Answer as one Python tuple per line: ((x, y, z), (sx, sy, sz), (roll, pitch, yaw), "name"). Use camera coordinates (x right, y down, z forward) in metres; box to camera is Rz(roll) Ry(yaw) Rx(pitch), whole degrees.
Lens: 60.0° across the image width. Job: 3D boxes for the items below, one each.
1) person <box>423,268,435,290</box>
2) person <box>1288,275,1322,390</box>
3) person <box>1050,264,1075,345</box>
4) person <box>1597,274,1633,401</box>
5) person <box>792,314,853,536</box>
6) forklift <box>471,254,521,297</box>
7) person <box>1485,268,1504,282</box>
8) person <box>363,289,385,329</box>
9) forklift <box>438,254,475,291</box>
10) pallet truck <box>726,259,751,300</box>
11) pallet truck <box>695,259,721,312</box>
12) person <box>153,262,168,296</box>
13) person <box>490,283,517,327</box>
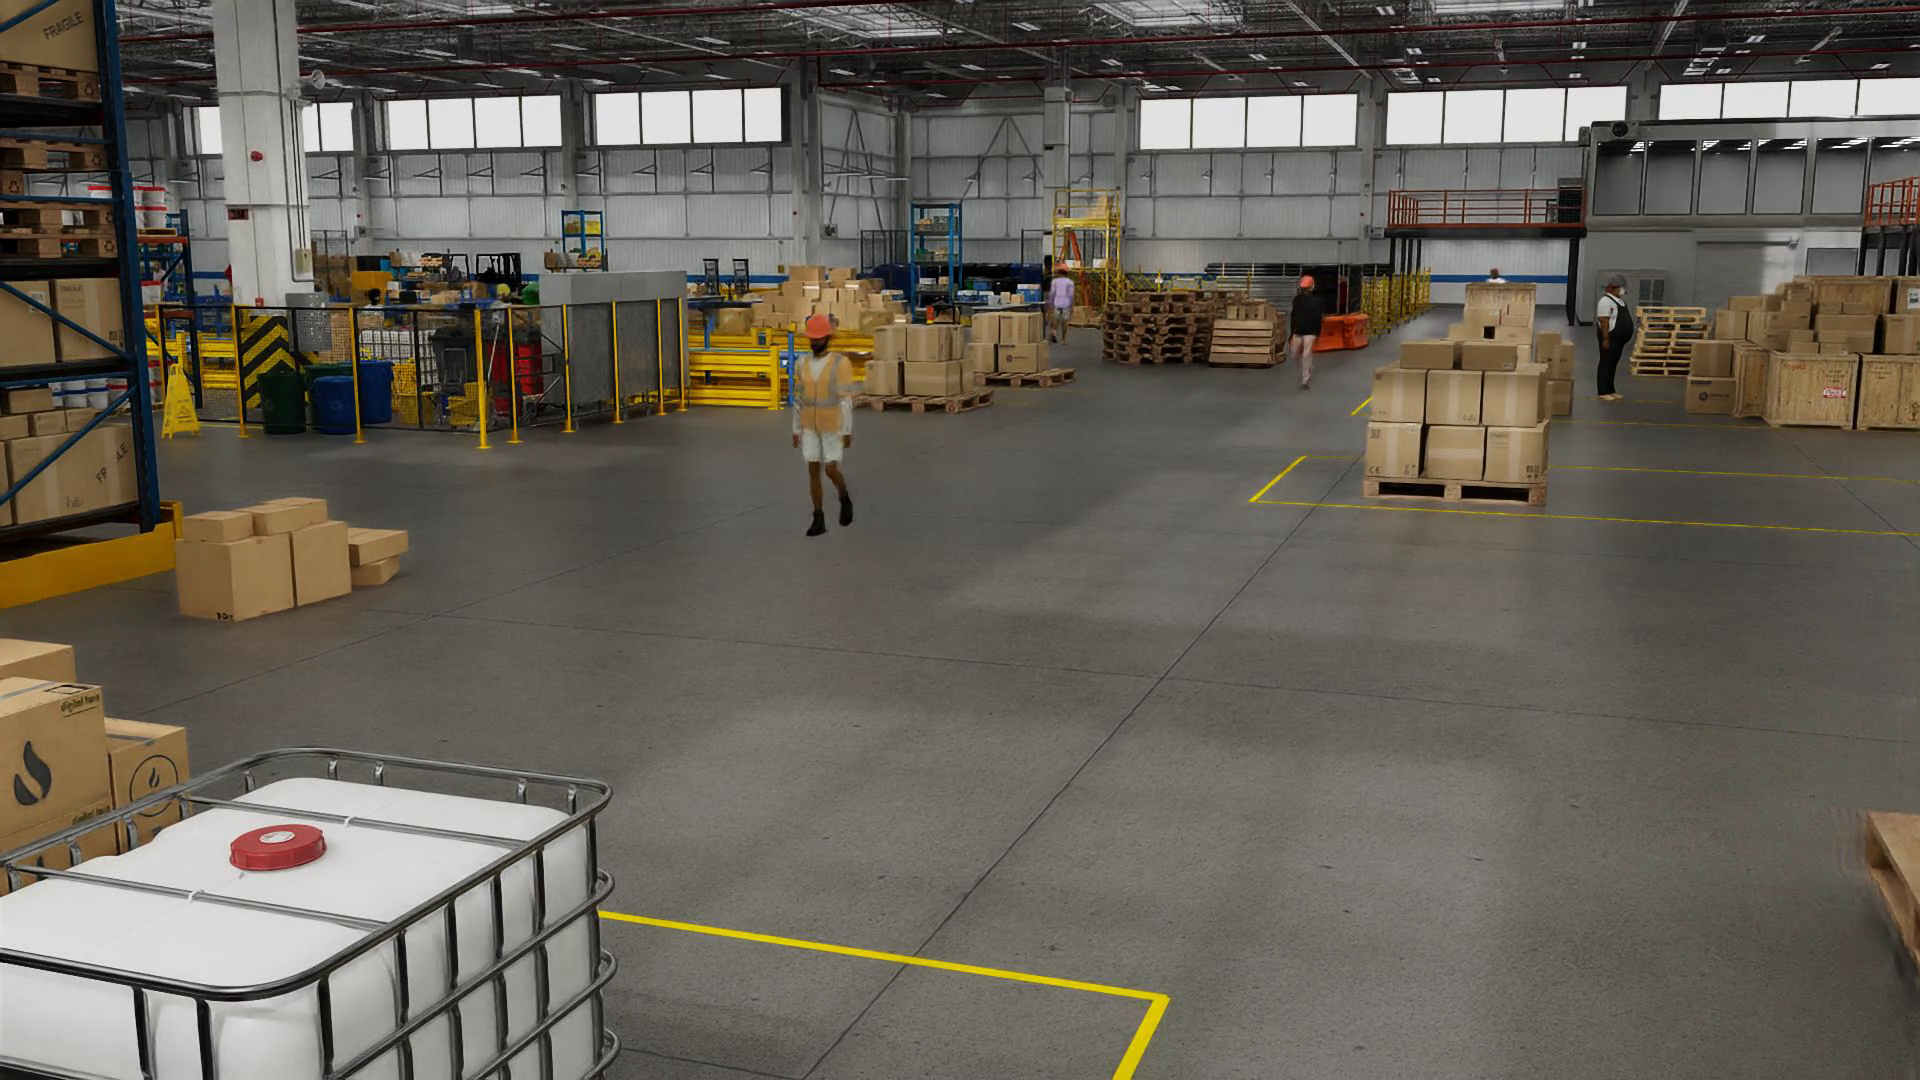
((-19.397, -9.191, 60.790), (0.404, 1.827, 0.600), (-7, 12, -35), "person")
((5.968, -3.587, 28.798), (0.450, 1.980, 0.650), (-9, 14, -42), "person")
((2.573, -5.881, 41.589), (0.609, 2.030, 0.434), (4, 11, 22), "person")
((10.548, -3.256, 26.772), (0.537, 2.000, 0.683), (8, 13, 39), "person")
((-1.180, -0.991, 14.367), (0.551, 1.921, 0.484), (4, 11, 21), "person")
((-17.990, -10.121, 64.684), (1.157, 1.987, 2.680), (3, 11, 17), "forklift")
((15.367, -6.895, 47.846), (0.575, 1.846, 0.951), (5, 11, 27), "person")
((-10.937, -3.888, 31.361), (0.693, 1.670, 0.548), (4, 11, 22), "person")
((-20.133, -10.254, 65.465), (1.157, 1.987, 2.680), (3, 11, 19), "forklift")
((-7.986, -9.493, 62.019), (0.823, 1.965, 1.885), (3, 11, 17), "pallet truck")
((-9.165, -9.627, 62.776), (0.823, 1.965, 1.885), (4, 11, 23), "pallet truck")
((-27.646, -8.639, 57.462), (0.636, 1.911, 0.404), (6, 12, 30), "person")
((-8.039, -3.639, 29.548), (0.637, 1.815, 0.617), (4, 11, 19), "person")
